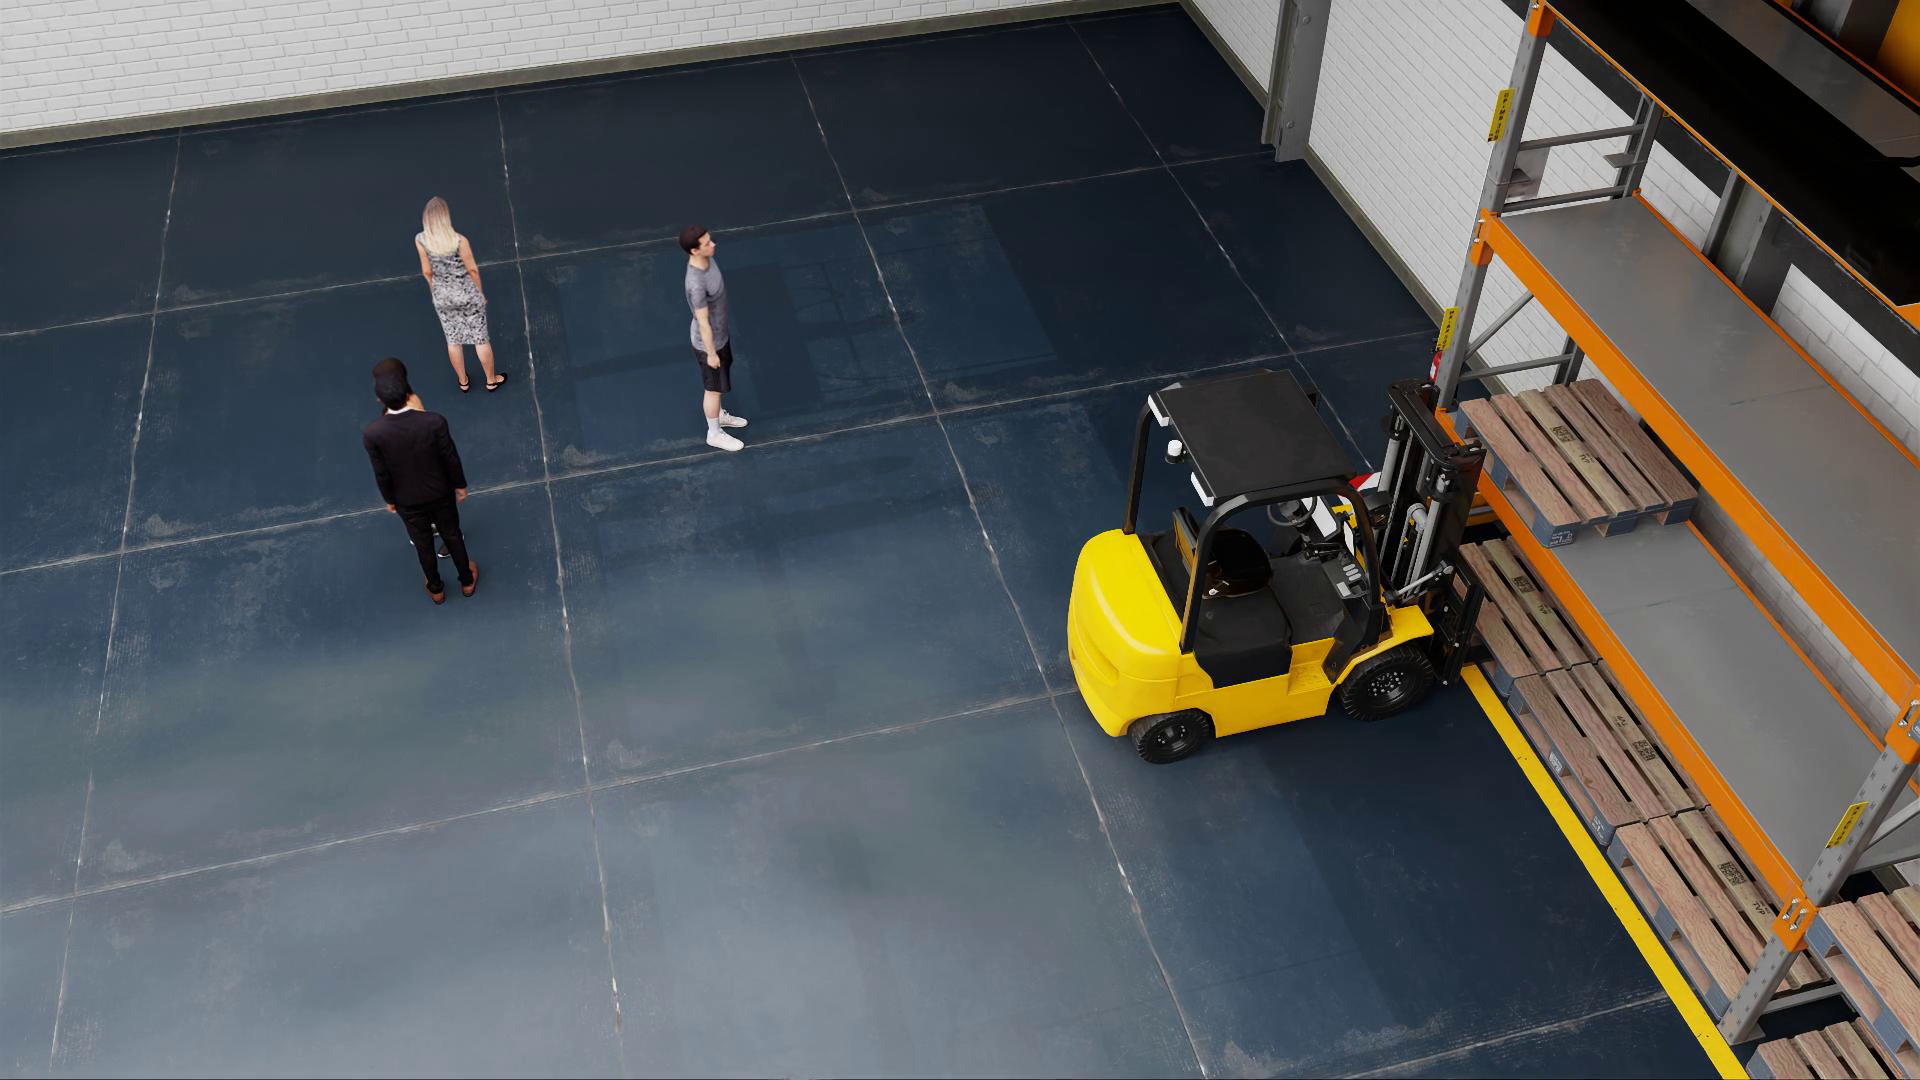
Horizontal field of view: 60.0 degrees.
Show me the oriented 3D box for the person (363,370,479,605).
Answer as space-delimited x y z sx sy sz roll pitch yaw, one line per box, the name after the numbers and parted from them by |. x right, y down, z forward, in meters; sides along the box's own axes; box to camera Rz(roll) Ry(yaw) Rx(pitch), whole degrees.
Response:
-3.535 -0.333 10.925 0.713 1.884 0.574 -15 46 -15 | person

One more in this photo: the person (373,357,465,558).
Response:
-3.702 -0.588 11.367 0.624 1.643 0.695 25 49 24 | person

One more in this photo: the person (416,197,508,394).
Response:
-3.822 -1.836 12.632 0.620 1.705 0.594 2 44 2 | person

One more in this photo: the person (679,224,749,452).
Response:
-1.835 -1.501 12.161 0.775 1.871 0.594 1 44 1 | person
